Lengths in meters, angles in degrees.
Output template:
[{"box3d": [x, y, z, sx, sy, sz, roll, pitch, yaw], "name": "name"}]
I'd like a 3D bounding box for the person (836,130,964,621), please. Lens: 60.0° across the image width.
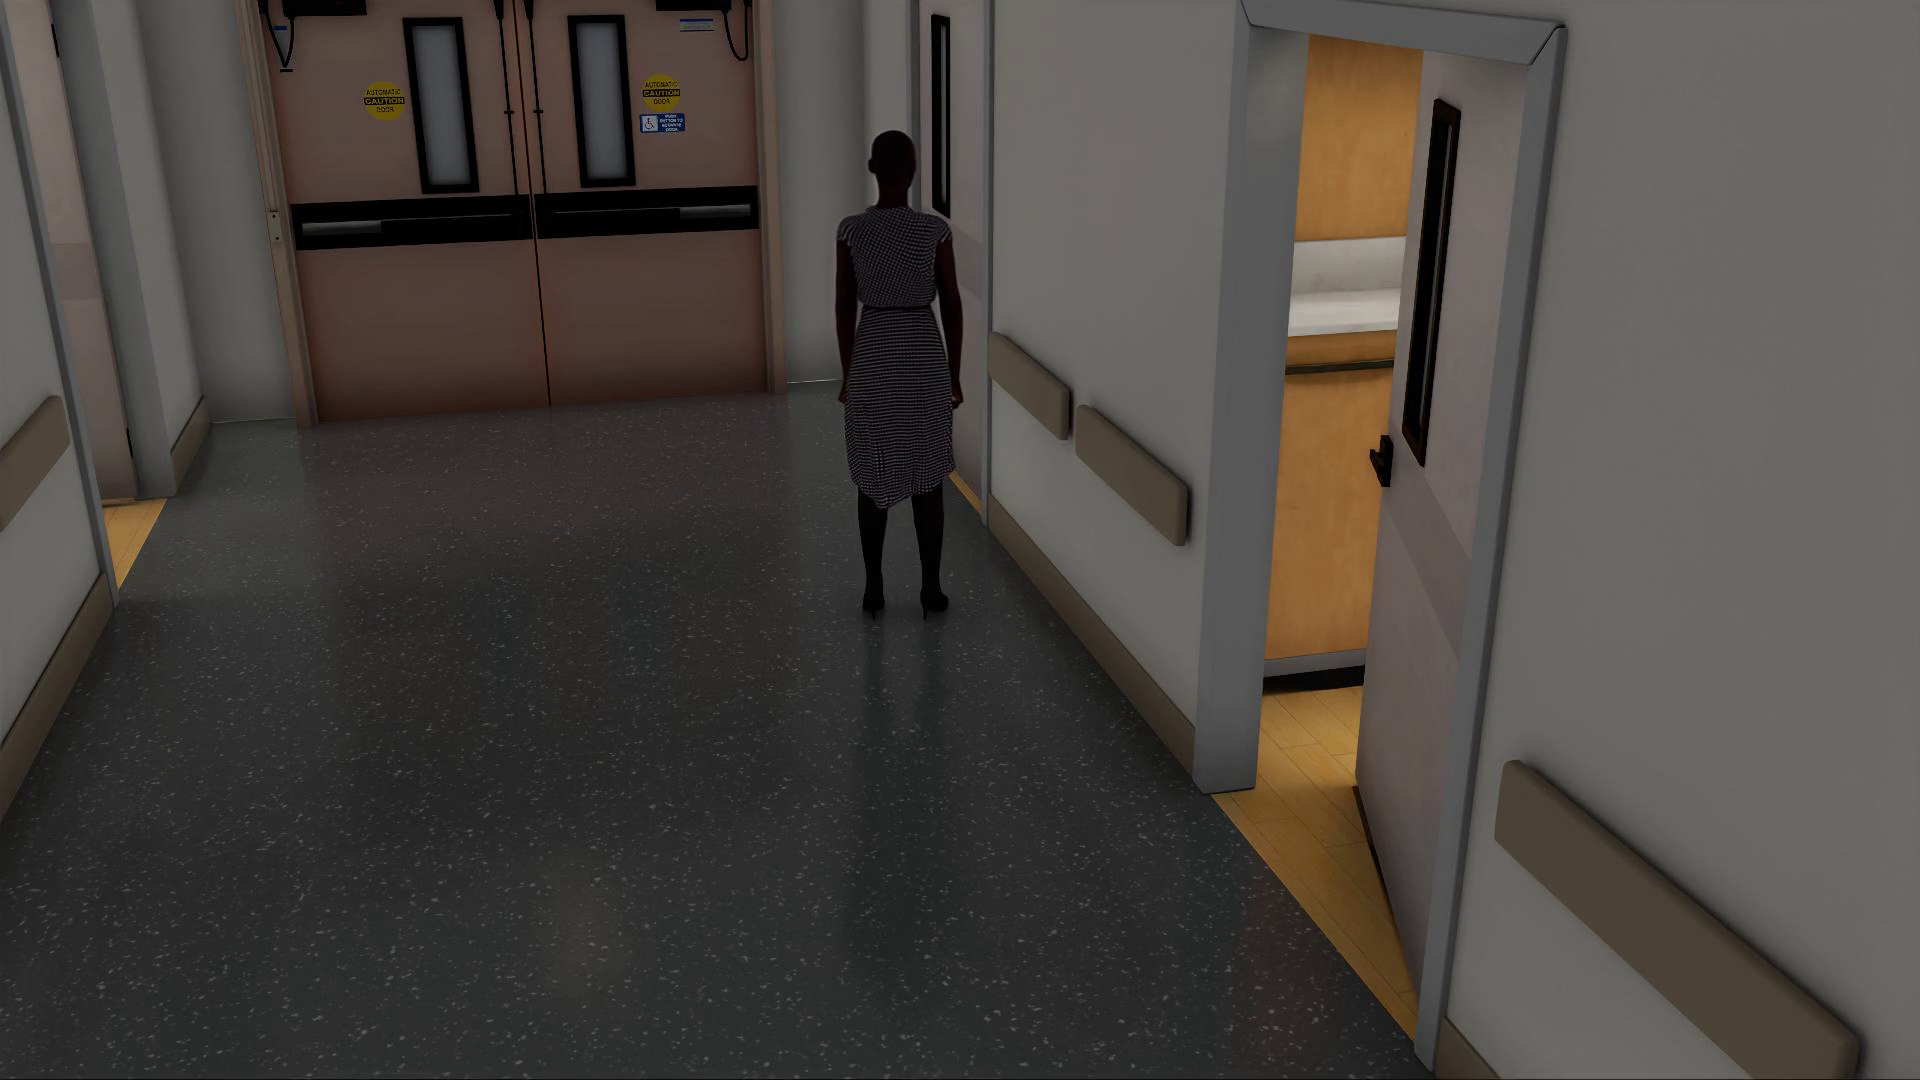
[{"box3d": [-0.223, -0.565, 6.002, 0.672, 1.789, 0.634, 2, 21, 5], "name": "person"}]
